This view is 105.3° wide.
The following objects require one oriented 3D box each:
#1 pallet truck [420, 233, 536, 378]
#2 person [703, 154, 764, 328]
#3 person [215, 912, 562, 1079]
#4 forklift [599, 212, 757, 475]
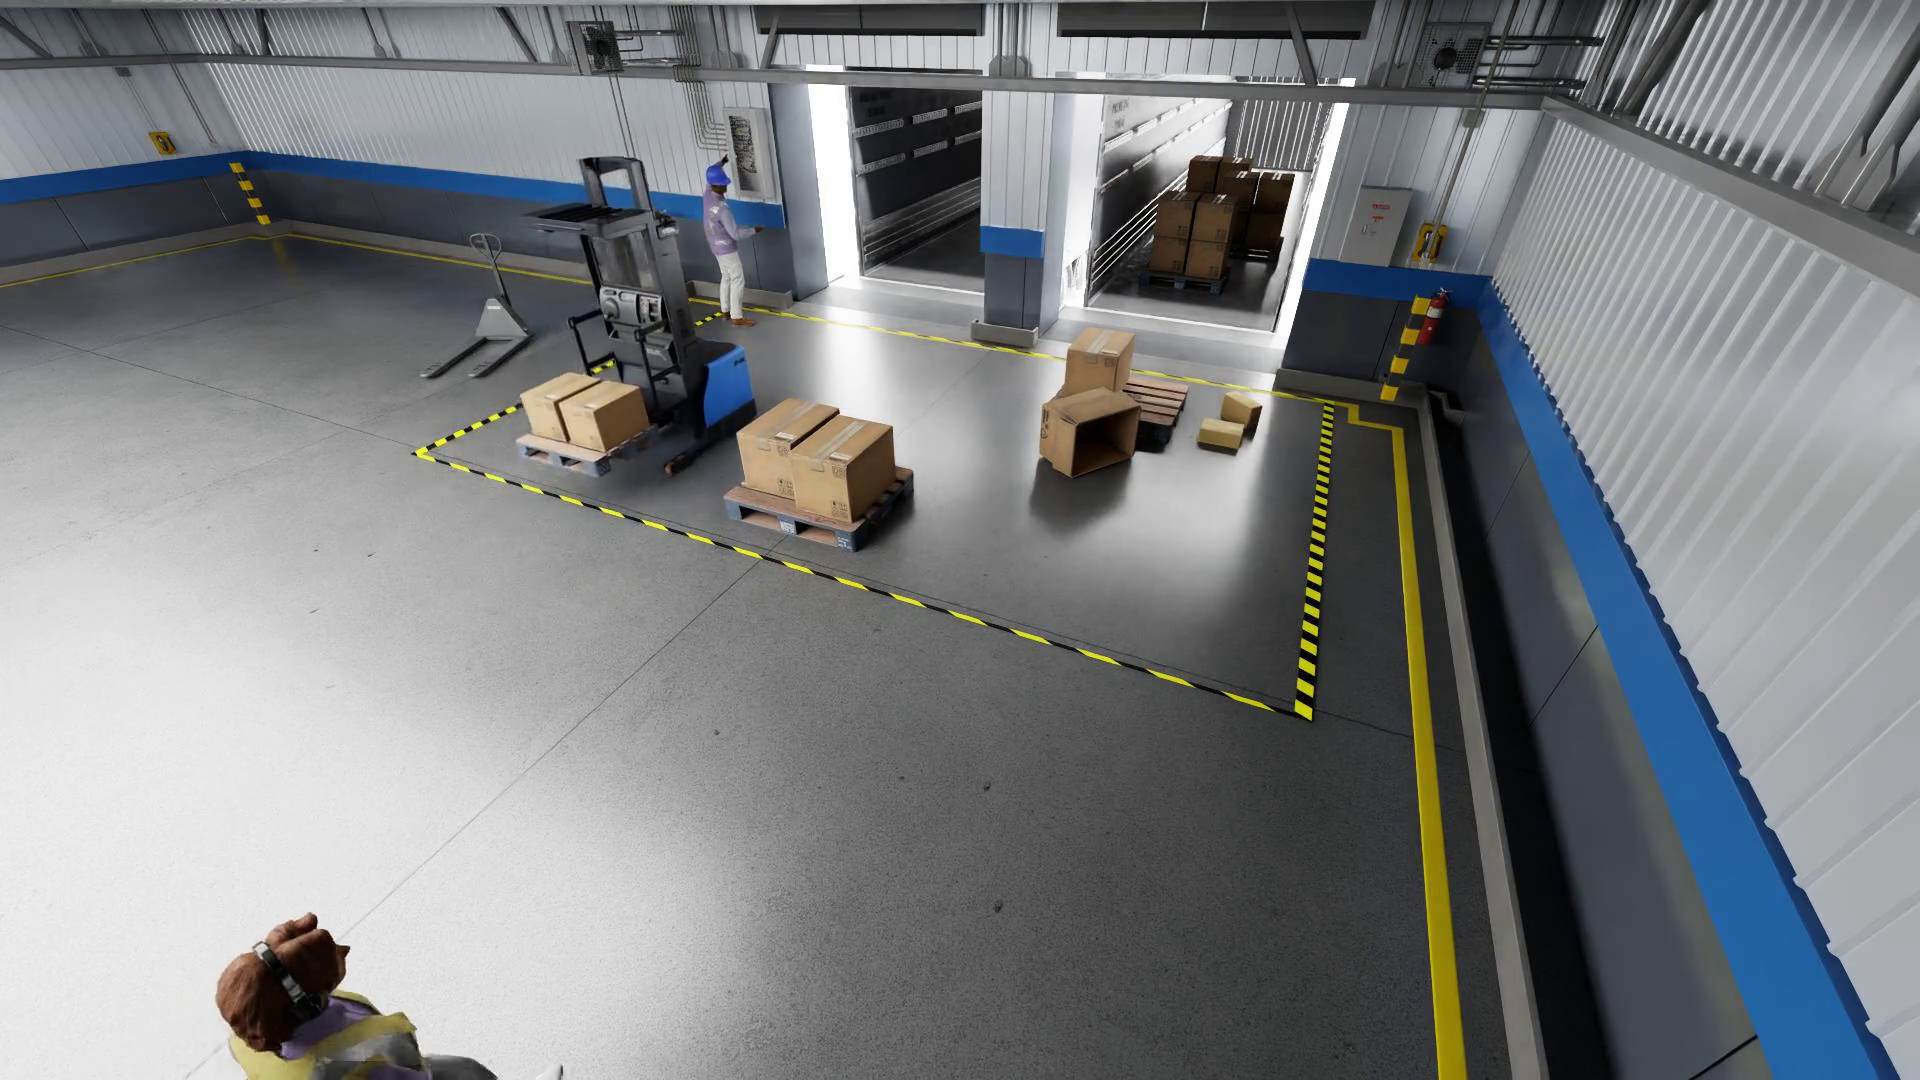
[{"bbox_3d":[-5.664,-2.712,8.427,0.680,1.201,1.601,0,35,-1],"label":"pallet truck"},{"bbox_3d":[-2.922,-3.795,9.377,0.684,1.904,1.101,-20,40,-25],"label":"person"},{"bbox_3d":[-1.568,1.568,2.090,0.537,1.613,0.612,17,39,22],"label":"person"},{"bbox_3d":[-2.525,-1.905,6.604,0.716,2.013,0.776,14,38,19],"label":"forklift"}]
